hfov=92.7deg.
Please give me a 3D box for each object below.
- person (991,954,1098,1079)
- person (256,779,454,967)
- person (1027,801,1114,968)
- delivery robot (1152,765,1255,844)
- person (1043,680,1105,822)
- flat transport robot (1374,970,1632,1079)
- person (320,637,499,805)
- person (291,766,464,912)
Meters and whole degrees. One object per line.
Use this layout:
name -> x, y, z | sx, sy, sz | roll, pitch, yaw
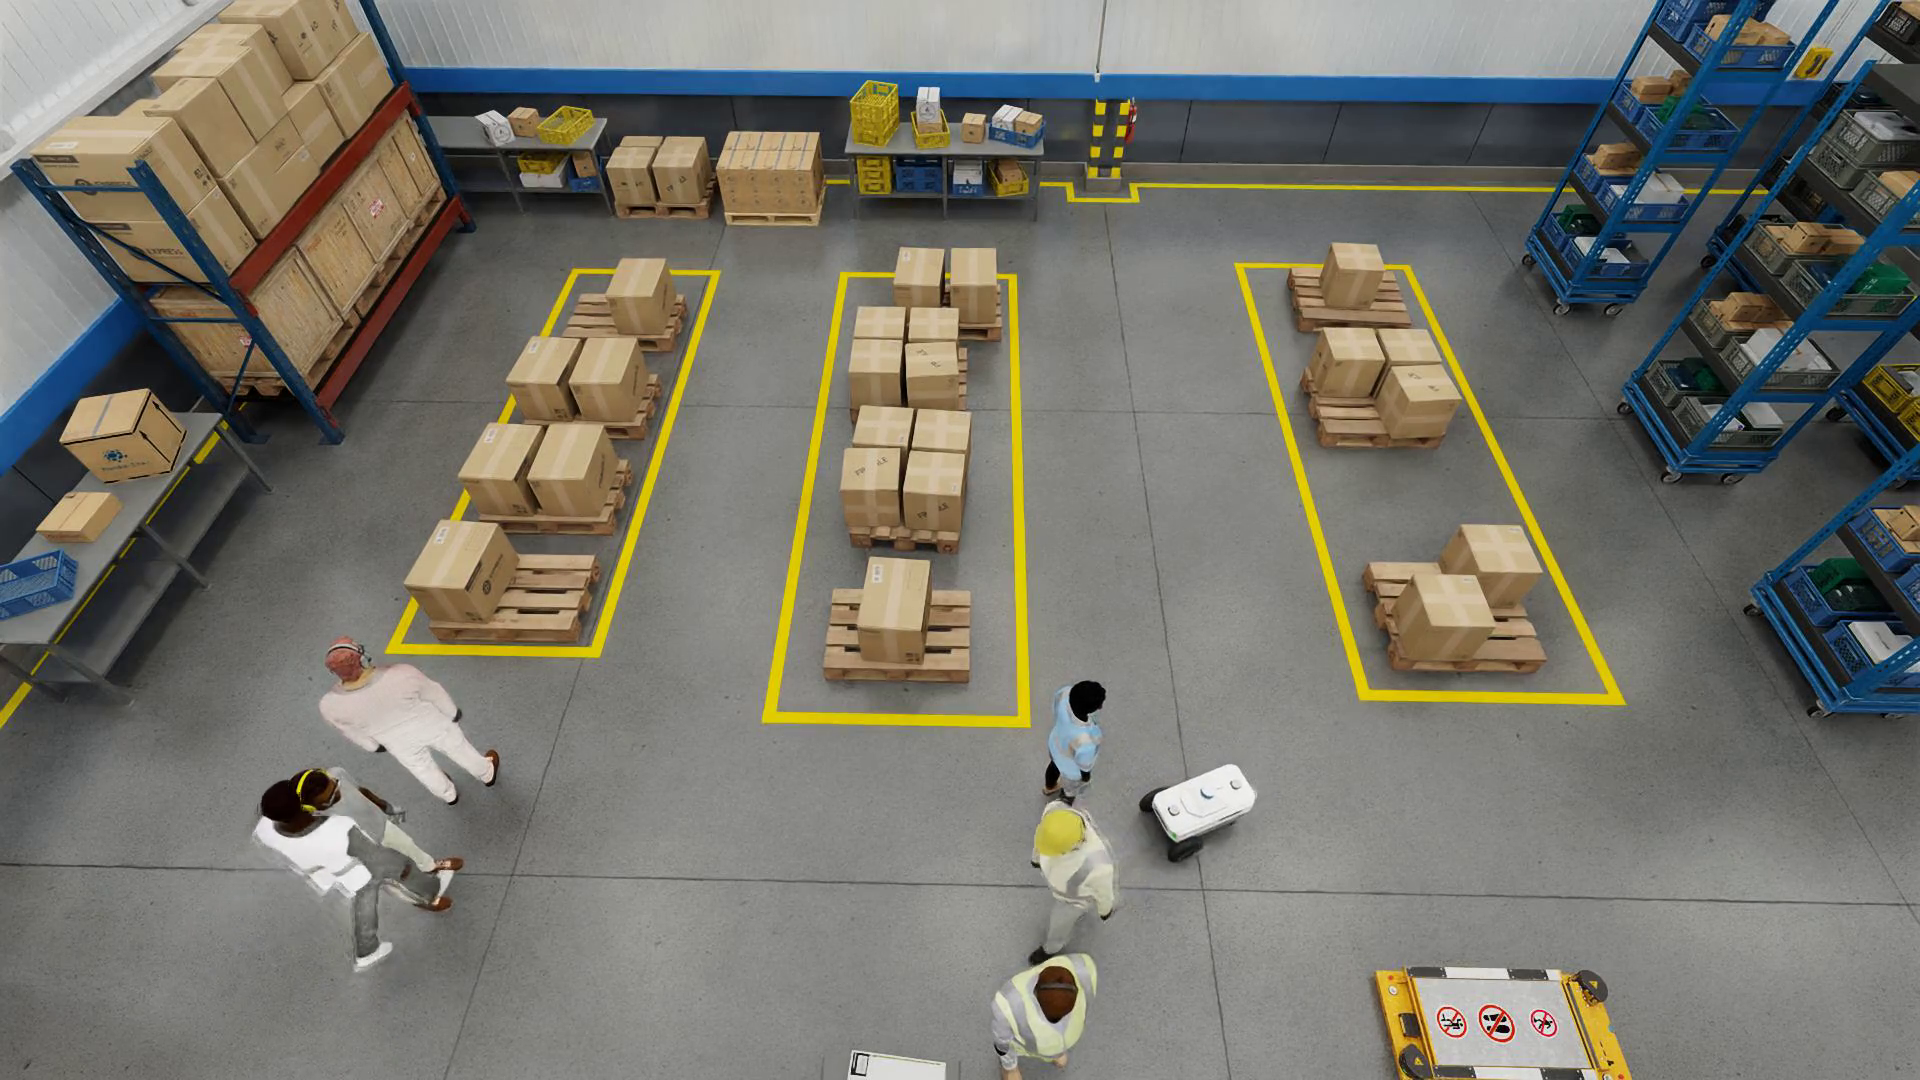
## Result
person -> 0.476, 2.753, 5.219 | 0.633, 1.839, 0.429 | -20, 54, -15
person -> -3.818, 2.061, 5.749 | 0.603, 1.903, 0.714 | 3, 51, 2
person -> 0.623, 2.141, 5.747 | 0.717, 1.793, 0.614 | -22, 54, -17
delivery robot -> 1.765, 1.913, 6.665 | 0.707, 0.478, 0.477 | -17, 52, -14
person -> 0.784, 1.474, 6.352 | 0.319, 1.696, 0.532 | -13, 52, -10
flat transport robot -> 3.501, 3.133, 5.914 | 1.431, 0.197, 0.652 | 1, 51, 1
person -> -3.827, 1.274, 6.387 | 0.636, 1.902, 0.405 | -22, 54, -17
person -> -3.758, 1.921, 5.890 | 0.328, 1.859, 0.517 | -5, 51, -4
